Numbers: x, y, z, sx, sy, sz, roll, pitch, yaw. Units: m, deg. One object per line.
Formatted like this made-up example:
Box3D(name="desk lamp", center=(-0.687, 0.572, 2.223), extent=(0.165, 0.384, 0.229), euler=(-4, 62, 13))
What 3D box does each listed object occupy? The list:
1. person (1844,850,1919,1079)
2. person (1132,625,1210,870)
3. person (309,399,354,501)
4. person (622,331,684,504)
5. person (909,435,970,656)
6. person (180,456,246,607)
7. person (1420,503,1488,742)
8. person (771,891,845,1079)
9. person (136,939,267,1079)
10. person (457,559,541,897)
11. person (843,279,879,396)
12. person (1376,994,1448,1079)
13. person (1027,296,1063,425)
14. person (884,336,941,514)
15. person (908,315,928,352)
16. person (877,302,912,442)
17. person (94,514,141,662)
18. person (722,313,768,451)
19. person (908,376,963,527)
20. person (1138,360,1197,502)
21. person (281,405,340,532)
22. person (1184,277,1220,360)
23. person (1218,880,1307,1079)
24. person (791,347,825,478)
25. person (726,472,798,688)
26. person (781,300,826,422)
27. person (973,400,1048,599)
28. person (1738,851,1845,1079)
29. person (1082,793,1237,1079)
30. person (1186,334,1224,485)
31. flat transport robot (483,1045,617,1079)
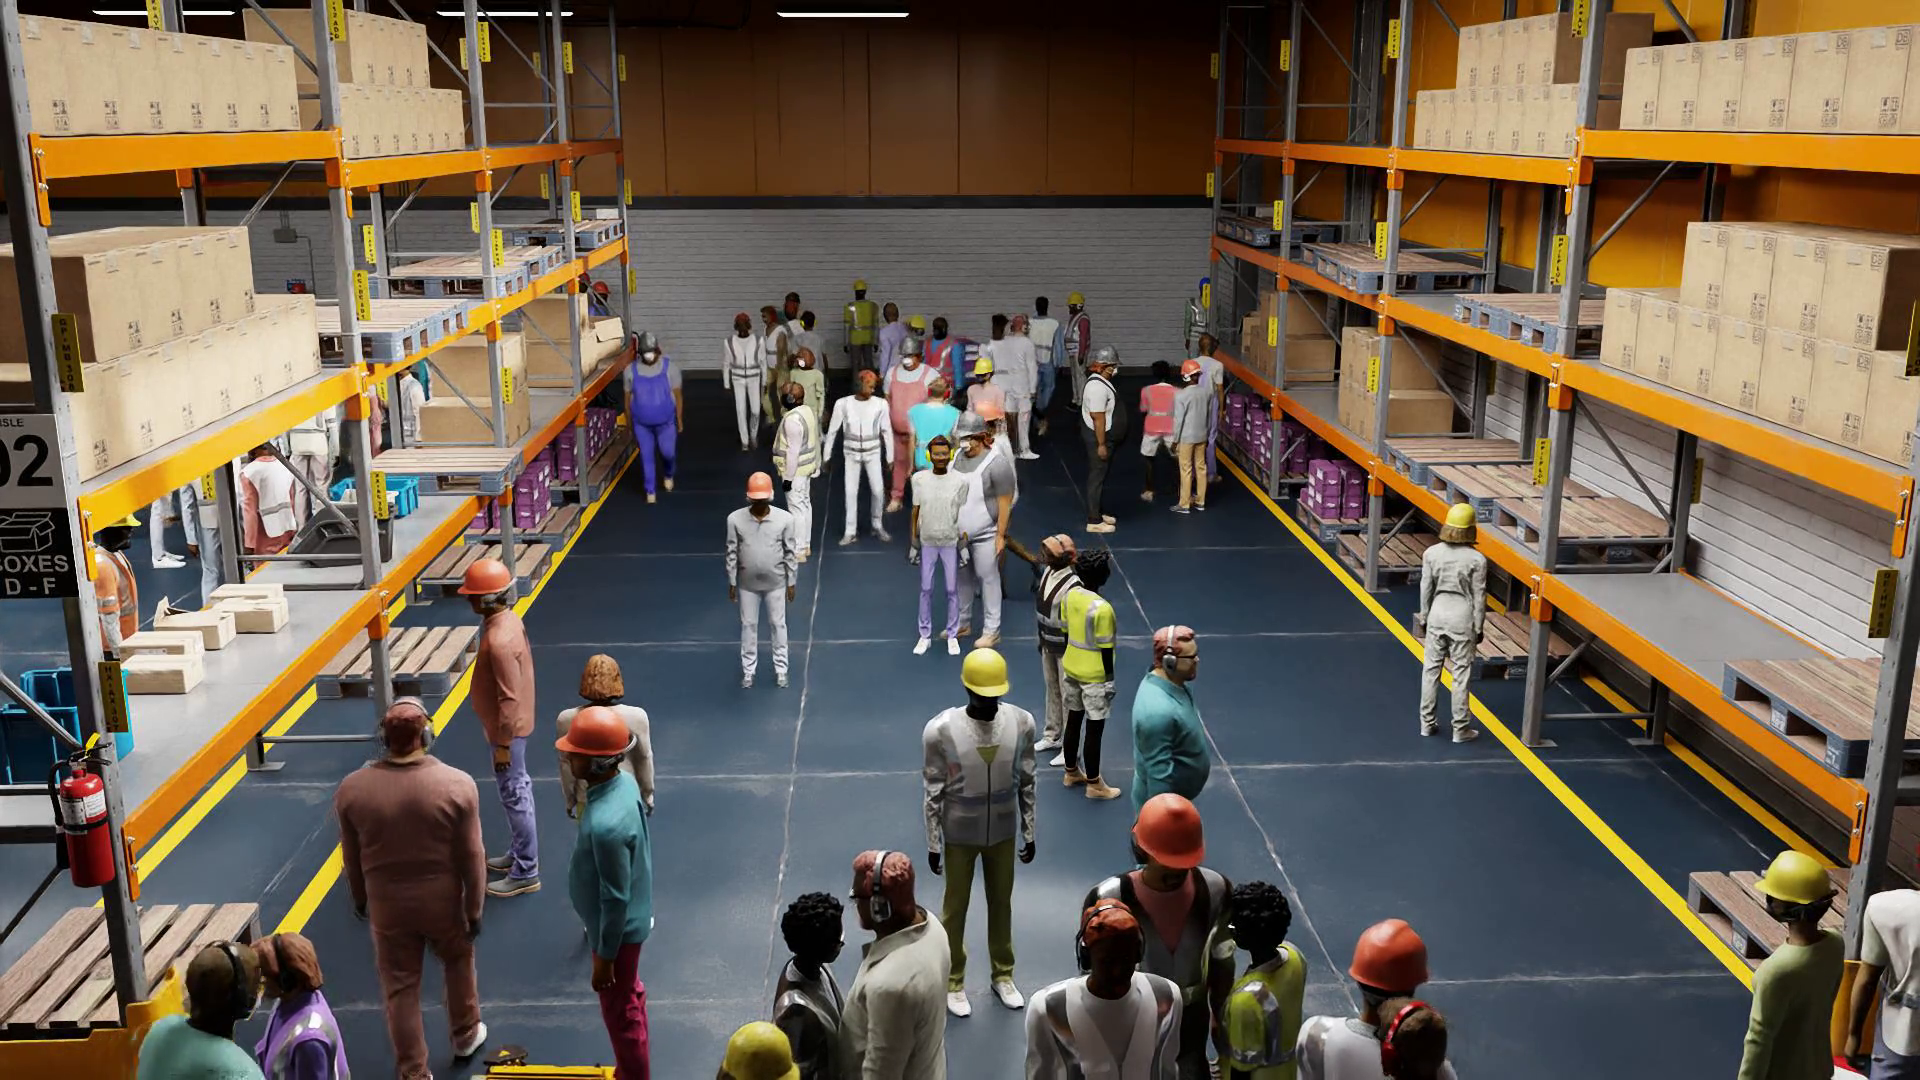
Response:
Box3D(name="person", center=(3.744, 1.960, 6.431), extent=(0.562, 1.838, 0.388), euler=(5, 15, 20))
Box3D(name="person", center=(1.087, 1.362, 8.639), extent=(0.404, 1.911, 0.636), euler=(2, 14, 9))
Box3D(name="person", center=(-7.413, -1.431, 19.796), extent=(0.559, 1.833, 0.958), euler=(9, 17, 32))
Box3D(name="person", center=(-3.585, -1.446, 19.397), extent=(0.707, 2.000, 0.594), euler=(-1, 14, -5))
Box3D(name="person", center=(-0.171, 0.043, 13.883), extent=(0.514, 1.877, 0.328), euler=(1, 14, 4))
Box3D(name="person", center=(-6.416, -0.092, 14.358), extent=(0.409, 1.907, 0.598), euler=(8, 16, 29))
Box3D(name="person", center=(3.558, 0.590, 11.995), extent=(0.483, 1.745, 0.301), euler=(11, 18, 38))
Box3D(name="person", center=(-0.562, 2.098, 6.183), extent=(0.320, 1.694, 0.532), euler=(0, 14, 1))
Box3D(name="person", center=(-2.456, 2.217, 5.347), extent=(0.649, 1.896, 0.975), euler=(10, 17, 33))
Box3D(name="person", center=(-2.644, 1.072, 9.606), extent=(0.389, 1.990, 0.625), euler=(-3, 15, -13))
Box3D(name="person", center=(-1.569, -3.157, 26.358), extent=(0.590, 1.923, 0.392), euler=(-7, 16, -25))
Box3D(name="person", center=(1.467, 2.312, 5.179), extent=(0.574, 1.781, 0.964), euler=(-8, 17, -30))
Box3D(name="person", center=(1.170, -2.579, 24.113), extent=(0.611, 1.901, 0.694), euler=(6, 15, 21))
Box3D(name="person", center=(-0.563, -1.299, 18.820), extent=(0.688, 2.000, 0.536), euler=(4, 15, 16))
Box3D(name="person", center=(-0.574, -2.245, 23.115), extent=(0.551, 1.749, 0.544), euler=(-1, 14, -3))
Box3D(name="person", center=(-0.920, -2.320, 23.044), extent=(0.371, 1.933, 0.627), euler=(10, 17, 34))
Box3D(name="person", center=(-5.738, 0.660, 11.384), extent=(0.409, 1.917, 0.585), euler=(-6, 15, -22))
Box3D(name="person", center=(-2.886, -2.106, 22.332), extent=(0.598, 1.865, 0.439), euler=(-1, 14, -5))
Box3D(name="person", center=(-0.242, -0.777, 17.190), extent=(0.594, 1.824, 0.459), euler=(4, 15, 16))
Box3D(name="person", center=(2.451, -1.256, 19.397), extent=(0.762, 1.671, 0.318), euler=(4, 15, 15))
Box3D(name="person", center=(-6.954, -0.986, 17.847), extent=(0.592, 1.913, 0.399), euler=(-1, 14, -5))
Box3D(name="person", center=(3.872, -3.226, 26.587), extent=(0.602, 1.939, 0.399), euler=(-3, 15, -12))
Box3D(name="person", center=(1.128, 2.079, 6.257), extent=(0.320, 1.694, 0.533), euler=(9, 17, 31))
Box3D(name="person", center=(-1.920, -1.594, 20.787), extent=(0.498, 1.634, 0.279), euler=(7, 16, 25))
Box3D(name="person", center=(-1.555, 0.314, 13.076), extent=(0.567, 1.744, 0.350), euler=(0, 14, -1))
Box3D(name="person", center=(-2.320, -2.521, 23.994), extent=(0.699, 1.866, 0.578), euler=(13, 19, 42))
Box3D(name="person", center=(0.445, -0.357, 15.398), extent=(0.738, 1.905, 0.582), euler=(4, 15, 15))
Box3D(name="person", center=(3.125, 2.022, 6.345), extent=(0.525, 1.760, 0.341), euler=(-10, 18, -35))
Box3D(name="person", center=(0.757, 1.900, 6.293), extent=(0.609, 2.032, 0.410), euler=(-3, 15, -13))
Box3D(name="person", center=(3.002, -1.599, 20.398), extent=(0.507, 1.840, 0.344), euler=(8, 17, 30))
Box3D(name="flat transport robot", center=(-1.876, 2.603, 7.030), extent=(0.652, 0.197, 1.431), euler=(0, 14, 2))
